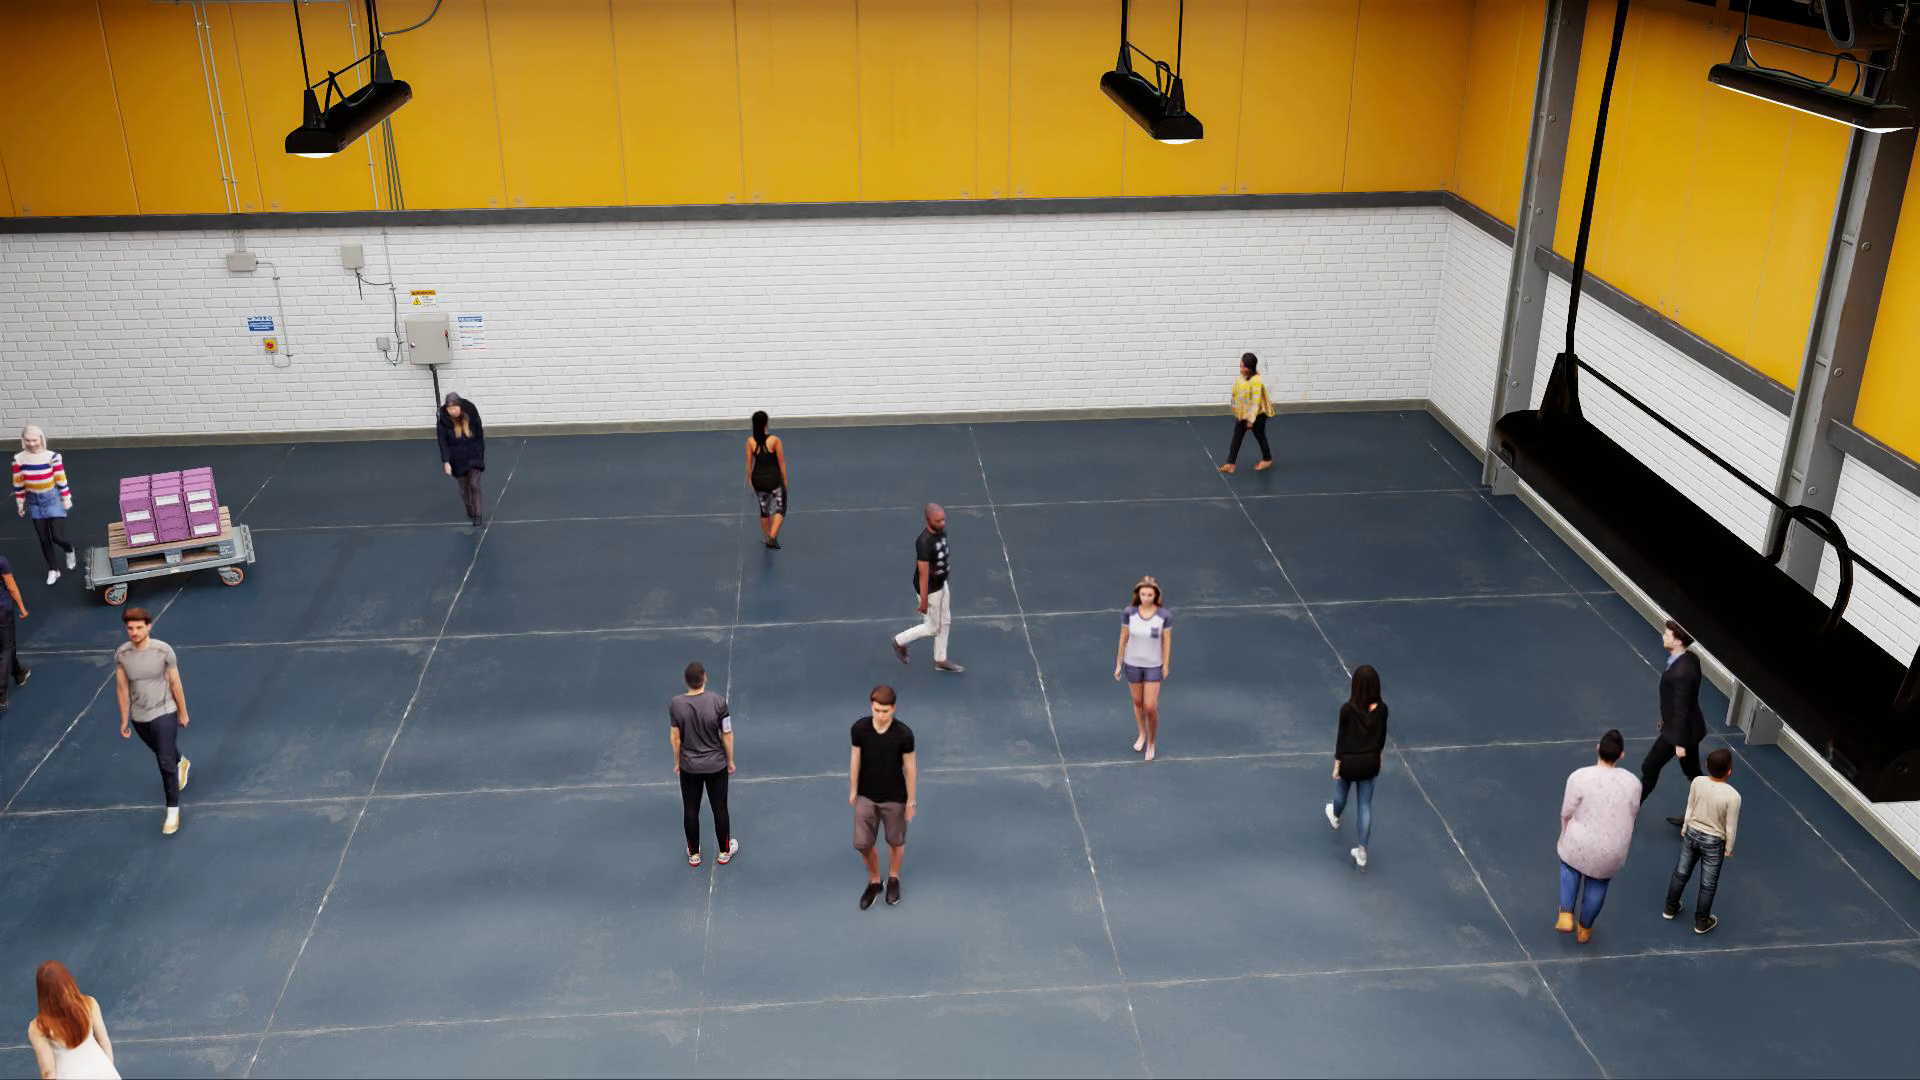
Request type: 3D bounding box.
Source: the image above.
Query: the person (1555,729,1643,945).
[{"bbox_3d":[4.573,2.181,11.964,0.799,1.731,0.824,8,25,17],"label":"person"}]

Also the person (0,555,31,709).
[{"bbox_3d":[-8.910,0.714,15.301,0.704,1.746,1.153,-3,24,-7],"label":"person"}]

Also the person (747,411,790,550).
[{"bbox_3d":[-2.153,-0.646,18.522,0.756,1.658,0.841,5,24,12],"label":"person"}]

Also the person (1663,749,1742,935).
[{"bbox_3d":[5.481,2.204,12.251,0.673,1.459,0.590,-19,30,-37],"label":"person"}]

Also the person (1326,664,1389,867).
[{"bbox_3d":[3.143,1.783,13.034,0.620,1.604,1.063,-1,24,-2],"label":"person"}]

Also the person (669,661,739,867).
[{"bbox_3d":[-2.004,1.737,12.938,0.637,1.765,0.552,-1,24,-2],"label":"person"}]

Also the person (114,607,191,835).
[{"bbox_3d":[-6.587,1.380,13.634,0.622,1.860,1.186,-2,24,-3],"label":"person"}]

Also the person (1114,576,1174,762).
[{"bbox_3d":[1.631,1.062,14.547,0.719,1.712,0.760,10,25,21],"label":"person"}]

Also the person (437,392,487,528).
[{"bbox_3d":[-5.744,-0.975,19.317,0.820,1.624,1.037,-11,26,-24],"label":"person"}]

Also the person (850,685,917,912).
[{"bbox_3d":[-0.551,1.871,12.527,0.780,1.848,0.777,4,24,10],"label":"person"}]

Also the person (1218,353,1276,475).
[{"bbox_3d":[3.696,-1.576,20.734,0.978,1.591,1.060,-7,25,-16],"label":"person"}]

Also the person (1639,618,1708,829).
[{"bbox_3d":[5.833,1.537,13.307,1.130,1.835,1.133,14,27,29],"label":"person"}]

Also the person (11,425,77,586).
[{"bbox_3d":[-9.762,-0.416,17.829,0.689,1.792,0.715,-1,24,-2],"label":"person"}]

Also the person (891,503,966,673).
[{"bbox_3d":[-0.341,0.458,15.840,0.977,1.783,1.010,8,25,17],"label":"person"}]

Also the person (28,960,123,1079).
[{"bbox_3d":[-5.126,3.173,9.720,0.652,1.711,0.702,-22,32,-40],"label":"person"}]
